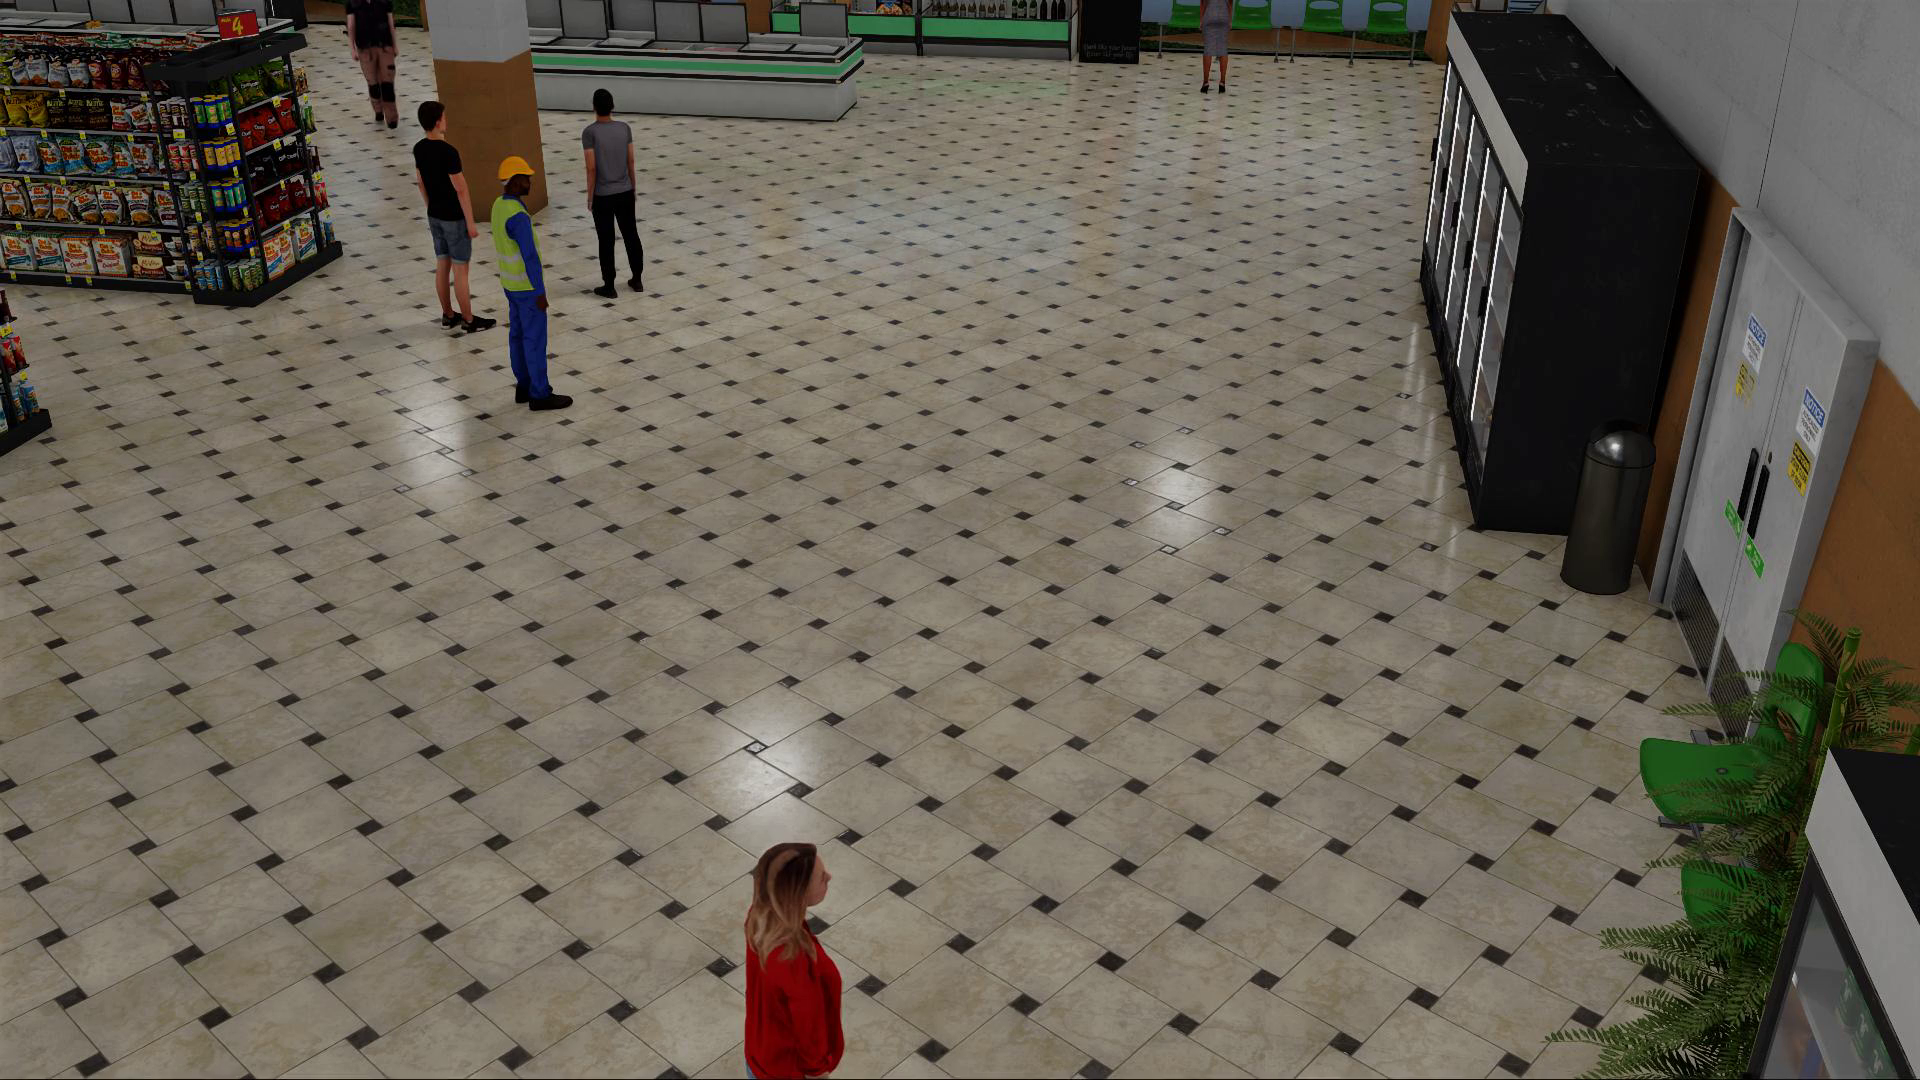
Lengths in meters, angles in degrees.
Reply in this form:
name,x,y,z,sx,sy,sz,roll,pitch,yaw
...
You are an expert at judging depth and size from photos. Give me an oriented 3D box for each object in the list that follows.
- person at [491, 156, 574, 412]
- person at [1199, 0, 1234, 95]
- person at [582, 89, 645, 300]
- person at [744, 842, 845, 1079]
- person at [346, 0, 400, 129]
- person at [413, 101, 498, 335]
name,x,y,z,sx,sy,sz,roll,pitch,yaw
person,-3.106,-1.824,11.833,0.807,1.810,0.748,-17,32,-30
person,3.296,-6.665,21.410,0.494,1.781,0.660,2,27,3
person,-2.948,-2.941,14.095,0.695,1.755,0.743,-20,33,-34
person,-0.520,1.640,5.120,0.715,1.703,0.687,-13,30,-24
person,-6.939,-5.815,19.729,1.245,1.785,1.112,-8,28,-15
person,-4.097,-2.573,13.270,0.654,1.846,0.800,18,32,31
